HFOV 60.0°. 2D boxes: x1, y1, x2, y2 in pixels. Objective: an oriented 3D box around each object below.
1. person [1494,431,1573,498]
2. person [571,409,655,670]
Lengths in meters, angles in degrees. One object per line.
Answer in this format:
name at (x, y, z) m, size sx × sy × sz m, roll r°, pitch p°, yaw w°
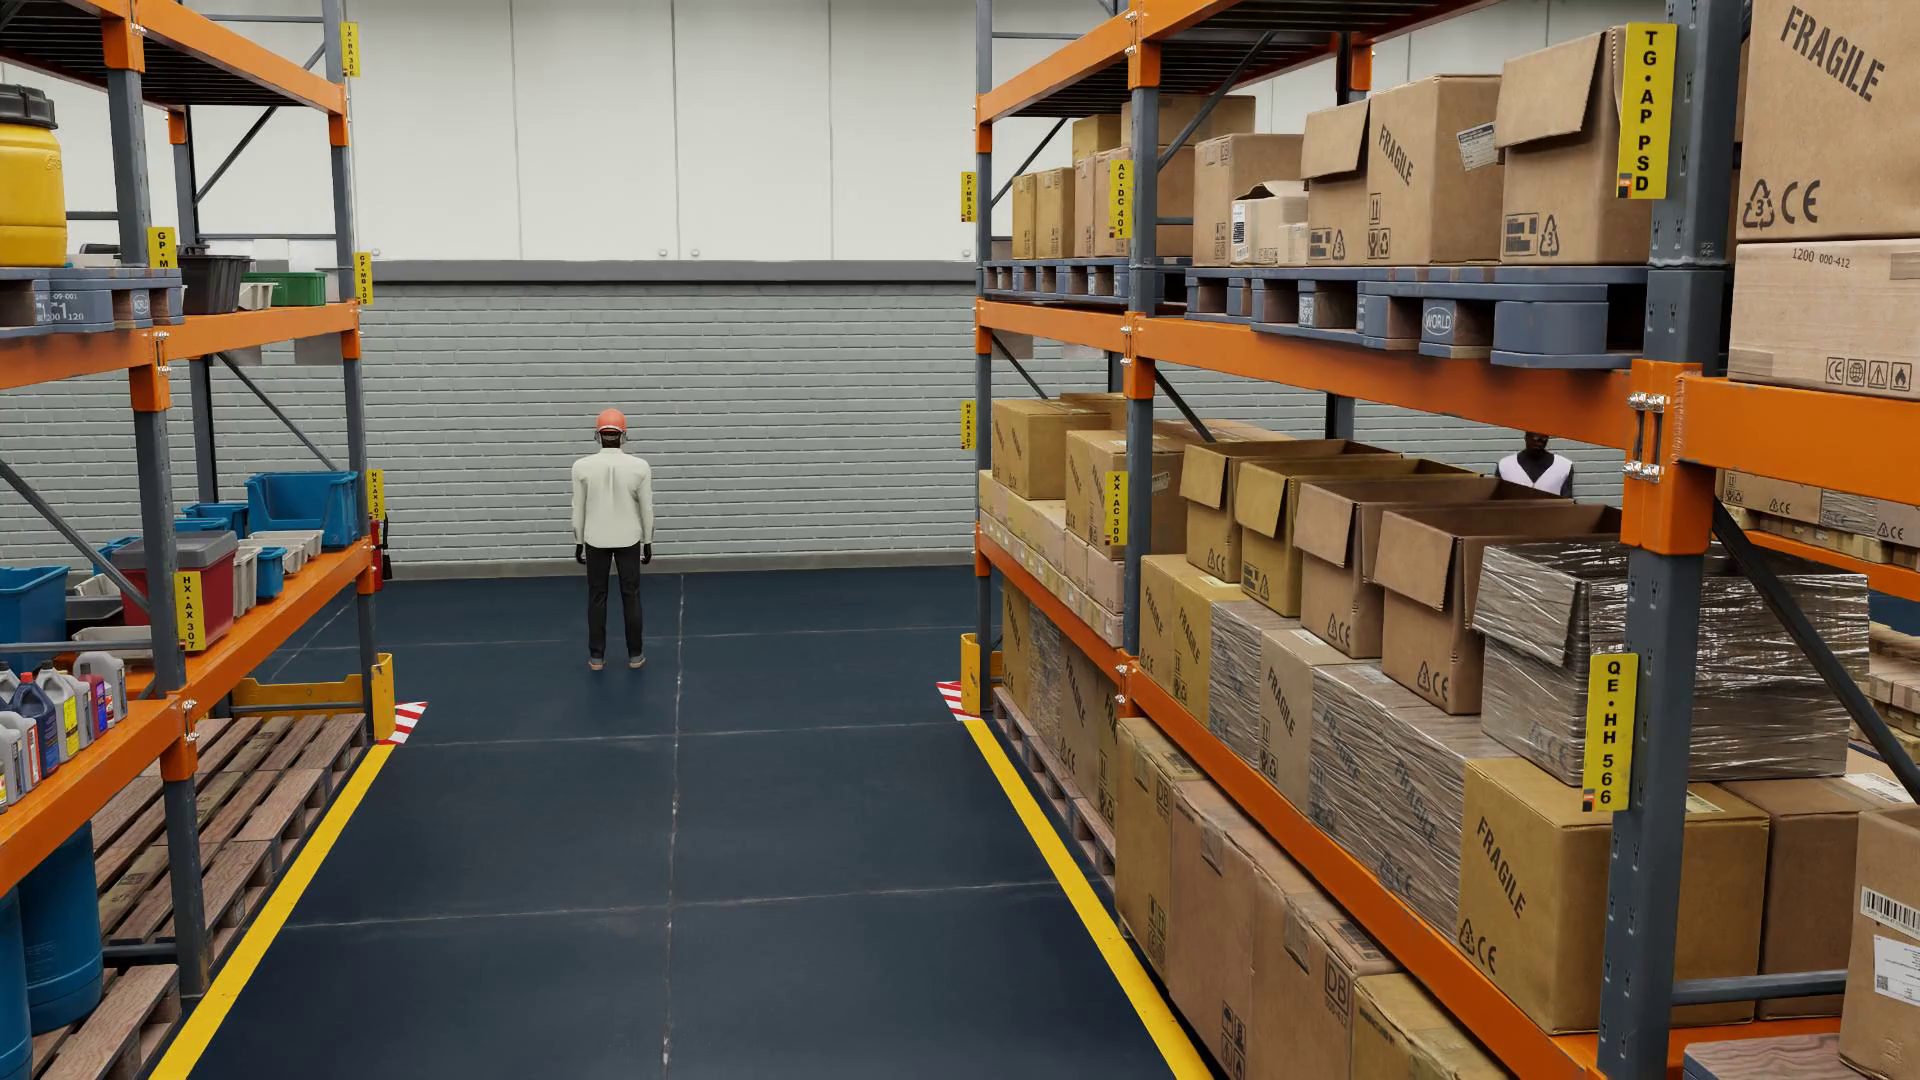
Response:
person at (4.477, -0.025, 13.097) m, size 0.607 × 1.894 × 0.461 m, roll 3°, pitch 10°, yaw 17°
person at (-2.642, -0.003, 12.685) m, size 0.615 × 1.990 × 0.401 m, roll -2°, pitch 9°, yaw -14°
